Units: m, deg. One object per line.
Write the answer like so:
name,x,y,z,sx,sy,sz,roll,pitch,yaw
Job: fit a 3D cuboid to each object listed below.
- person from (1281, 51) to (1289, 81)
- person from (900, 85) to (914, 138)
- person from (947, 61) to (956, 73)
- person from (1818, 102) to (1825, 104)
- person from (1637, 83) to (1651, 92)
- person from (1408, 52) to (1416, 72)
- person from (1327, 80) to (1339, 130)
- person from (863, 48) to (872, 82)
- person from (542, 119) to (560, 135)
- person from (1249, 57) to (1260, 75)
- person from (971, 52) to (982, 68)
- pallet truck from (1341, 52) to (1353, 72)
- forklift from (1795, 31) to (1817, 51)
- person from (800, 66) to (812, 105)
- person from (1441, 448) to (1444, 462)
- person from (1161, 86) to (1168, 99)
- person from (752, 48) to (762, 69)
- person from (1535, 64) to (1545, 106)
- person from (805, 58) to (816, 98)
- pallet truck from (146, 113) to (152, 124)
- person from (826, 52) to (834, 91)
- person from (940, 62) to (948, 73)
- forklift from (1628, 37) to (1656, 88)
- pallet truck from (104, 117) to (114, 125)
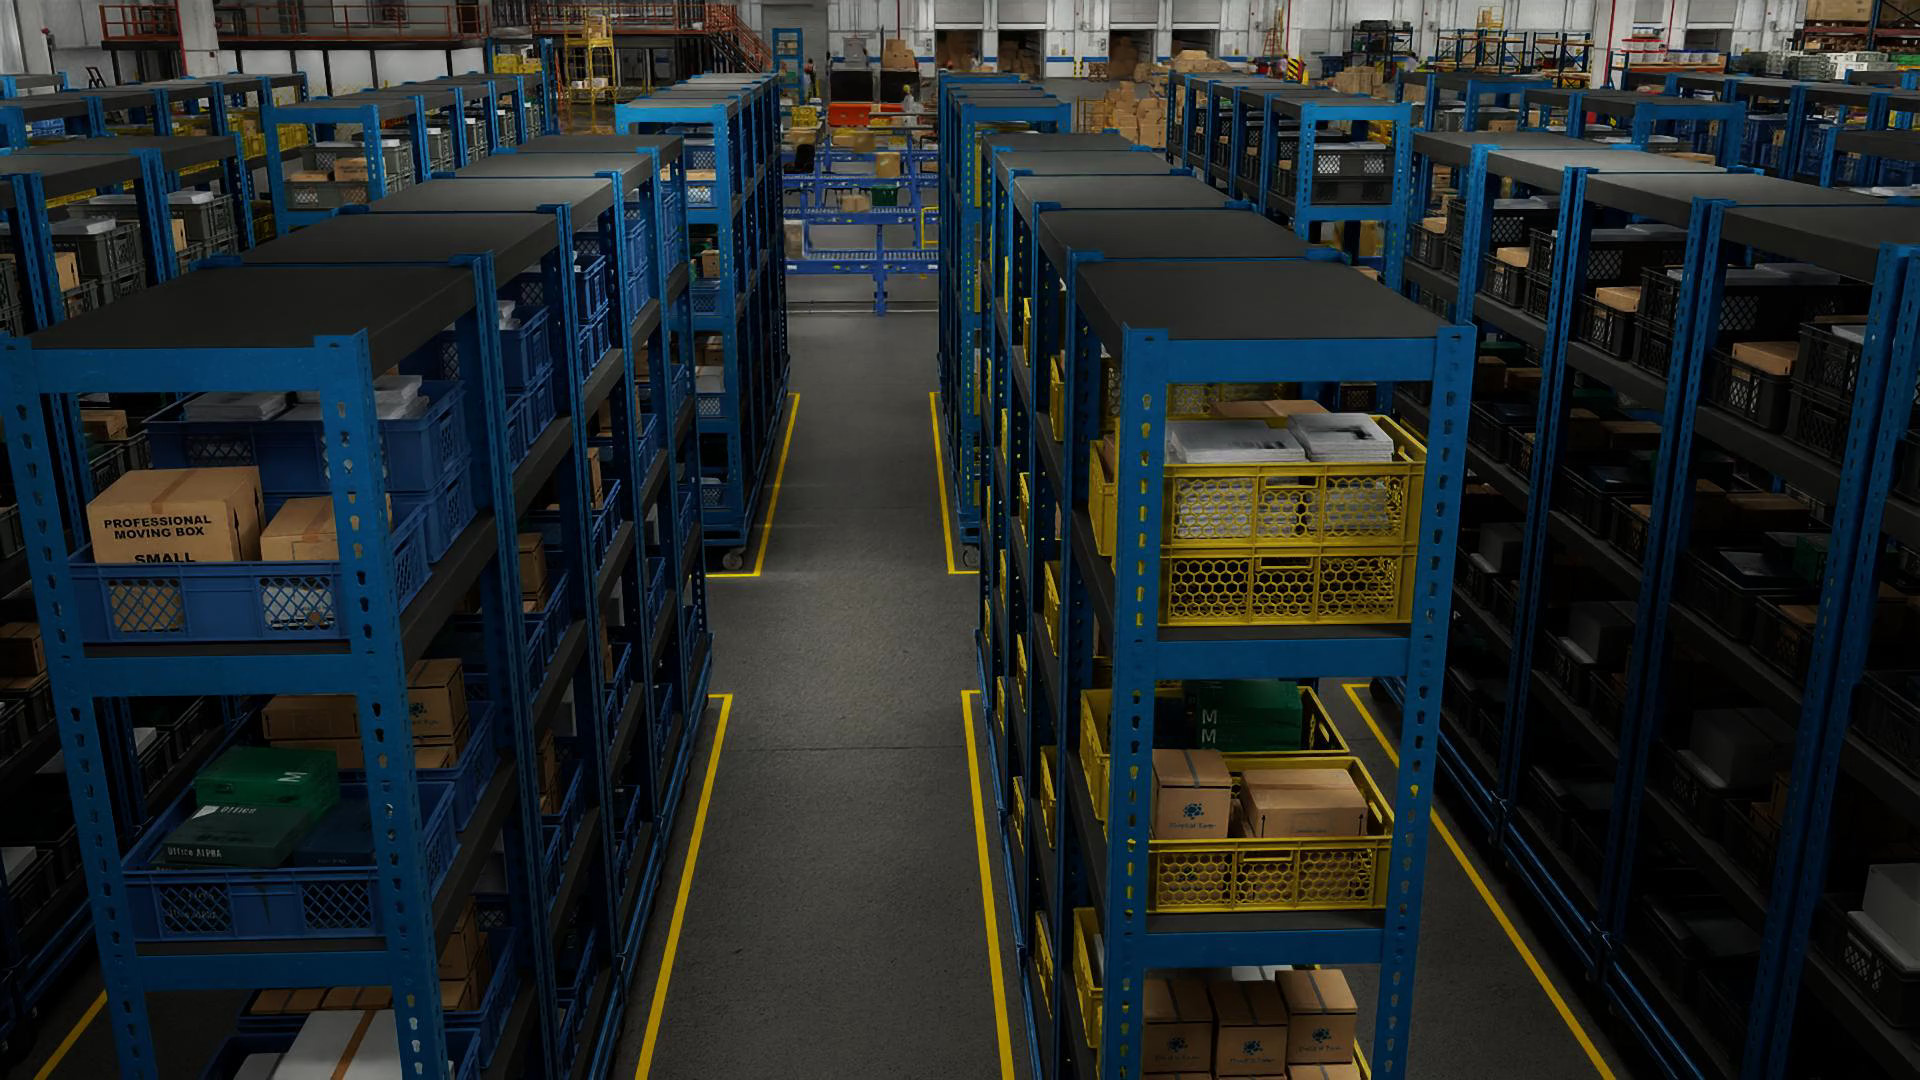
person,16.639,-24.167,85.590,0.535,1.917,0.586,7,19,21
person,-1.628,-13.697,53.391,0.872,1.798,0.601,-4,18,-12
person,-0.322,-19.657,71.651,0.745,1.910,0.561,-8,19,-23
person,24.654,-11.792,47.694,0.532,1.665,0.793,-11,21,-30
person,24.944,-16.012,60.818,0.508,1.629,0.315,2,18,5
person,23.846,-24.666,87.309,0.901,1.802,0.654,12,21,32
person,12.151,-14.188,54.772,0.650,1.884,0.787,1,18,3
person,-5.179,-26.669,93.446,0.650,1.848,0.534,-11,21,-31
person,-9.823,-9.291,39.416,0.640,2.000,0.983,2,18,7
person,13.129,-20.444,73.873,1.005,2.000,0.704,8,20,24
person,0.808,-23.956,84.931,0.614,1.925,0.802,-8,20,-24
pallet truck,18.794,-23.123,82.231,0.823,1.965,1.885,-13,22,-35
forklift,45.899,-26.245,90.478,1.129,2.768,1.873,-1,18,-2
person,-6.137,-18.108,66.900,0.936,1.875,0.541,7,19,20
person,3.245,-0.134,11.404,0.916,1.792,0.554,-1,18,-3
person,7.079,-14.658,56.696,0.517,1.586,0.869,14,23,37
person,-11.190,-26.146,91.738,0.584,1.911,0.392,-8,19,-23
person,24.110,-18.864,69.279,0.527,1.859,0.333,-9,20,-25
person,-6.892,-21.343,76.964,0.504,1.847,0.344,-4,18,-13
pallet truck,-18.087,-8.309,36.390,1.885,1.965,0.823,-1,18,-4
person,-6.631,-23.834,84.582,0.396,1.913,0.591,-12,21,-33
person,-0.681,-19.887,72.500,0.571,1.837,1.007,10,21,29
forklift,30.705,-21.271,75.086,1.129,2.768,1.873,-1,18,-2
pallet truck,-18.367,-7.885,35.078,1.885,1.965,0.823,1,18,2
